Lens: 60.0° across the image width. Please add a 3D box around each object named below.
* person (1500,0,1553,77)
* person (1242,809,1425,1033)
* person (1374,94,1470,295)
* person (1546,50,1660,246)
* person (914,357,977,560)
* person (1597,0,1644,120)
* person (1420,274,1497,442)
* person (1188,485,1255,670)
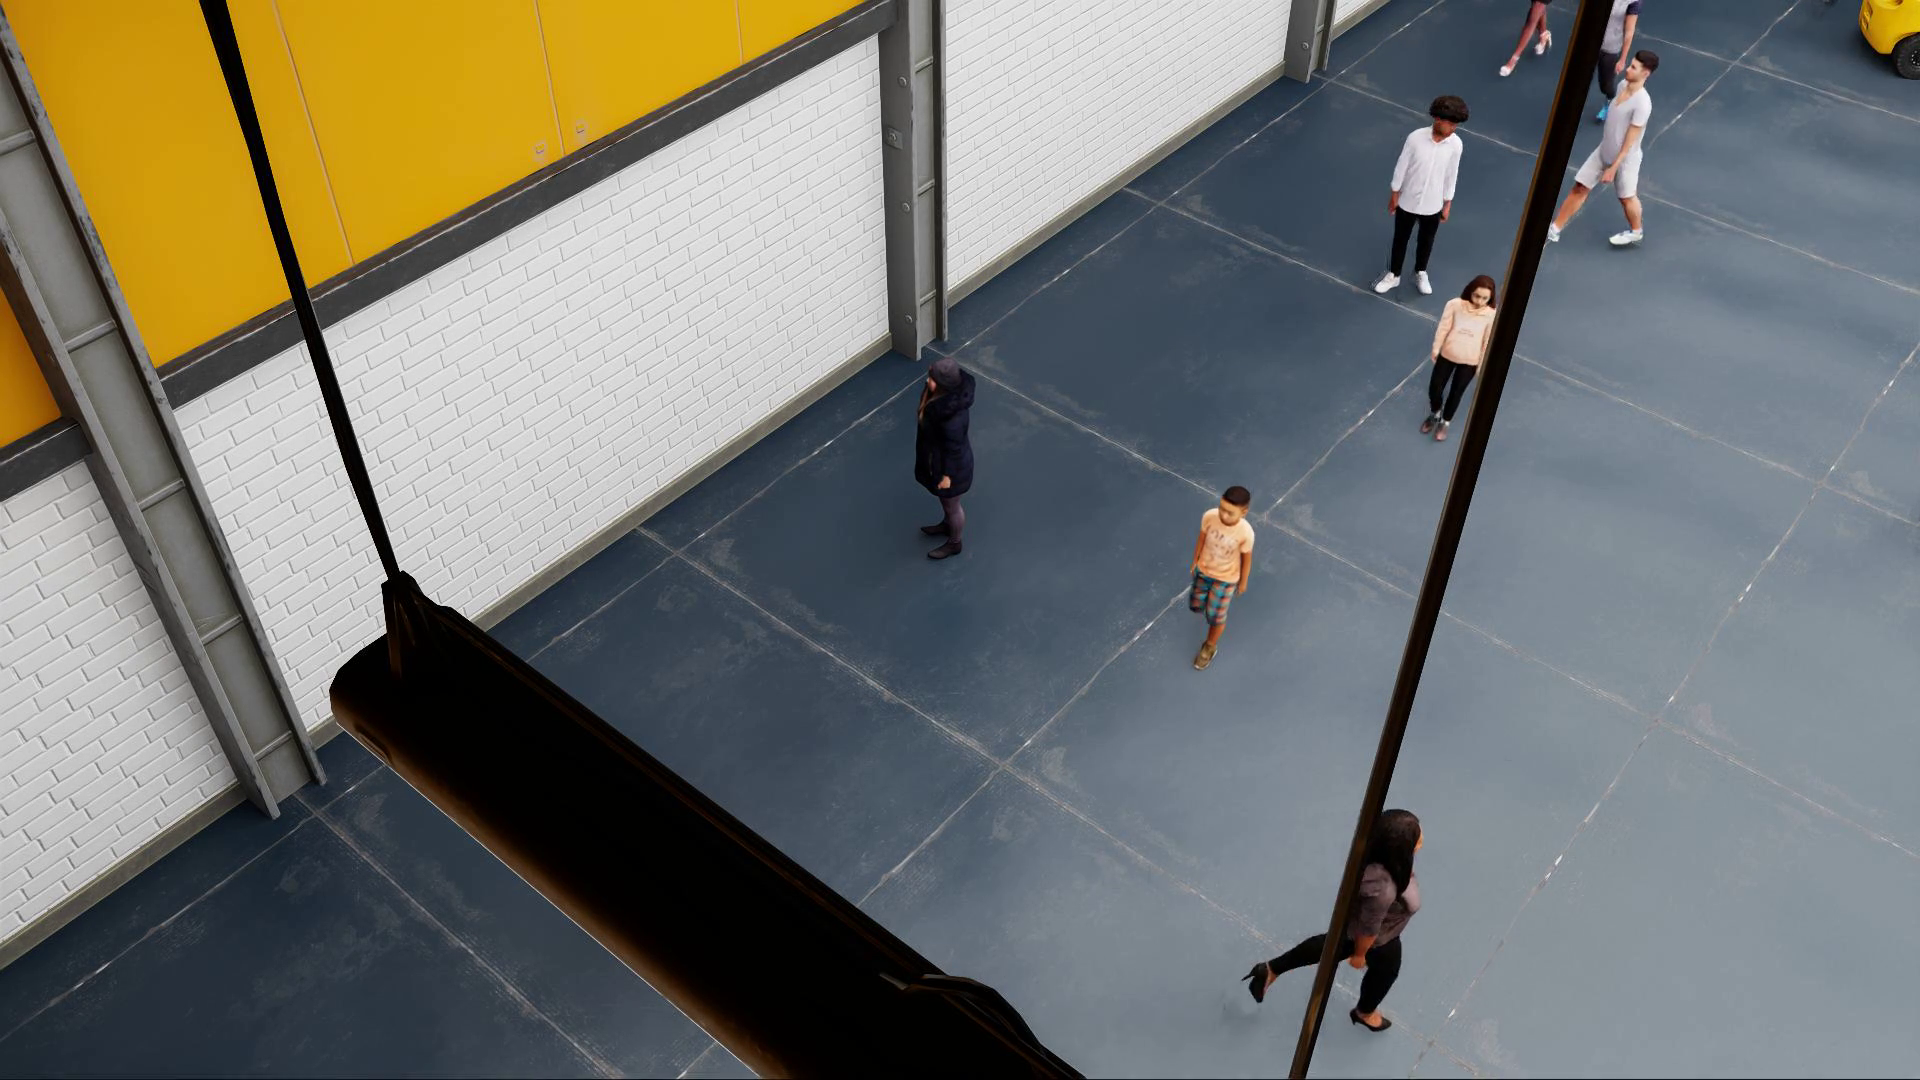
[{"bbox_3d":[5.829,-5.526,16.513,1.143,1.742,0.688,-32,52,-29],"label":"person"},{"bbox_3d":[1.980,1.997,8.564,1.102,1.814,1.098,1,44,1],"label":"person"},{"bbox_3d":[3.760,-2.822,13.631,0.744,1.802,0.720,21,48,21],"label":"person"},{"bbox_3d":[5.668,-3.254,14.085,1.315,1.802,1.227,-5,44,-5],"label":"person"},{"bbox_3d":[-0.088,-0.572,11.362,0.847,1.675,0.798,-7,44,-7],"label":"person"},{"bbox_3d":[6.027,-4.604,15.505,0.734,1.798,1.157,33,53,30],"label":"person"},{"bbox_3d":[3.732,-1.389,12.368,0.628,1.470,0.602,20,47,19],"label":"person"},{"bbox_3d":[1.697,0.172,10.743,0.582,1.451,0.780,25,49,24],"label":"person"}]
